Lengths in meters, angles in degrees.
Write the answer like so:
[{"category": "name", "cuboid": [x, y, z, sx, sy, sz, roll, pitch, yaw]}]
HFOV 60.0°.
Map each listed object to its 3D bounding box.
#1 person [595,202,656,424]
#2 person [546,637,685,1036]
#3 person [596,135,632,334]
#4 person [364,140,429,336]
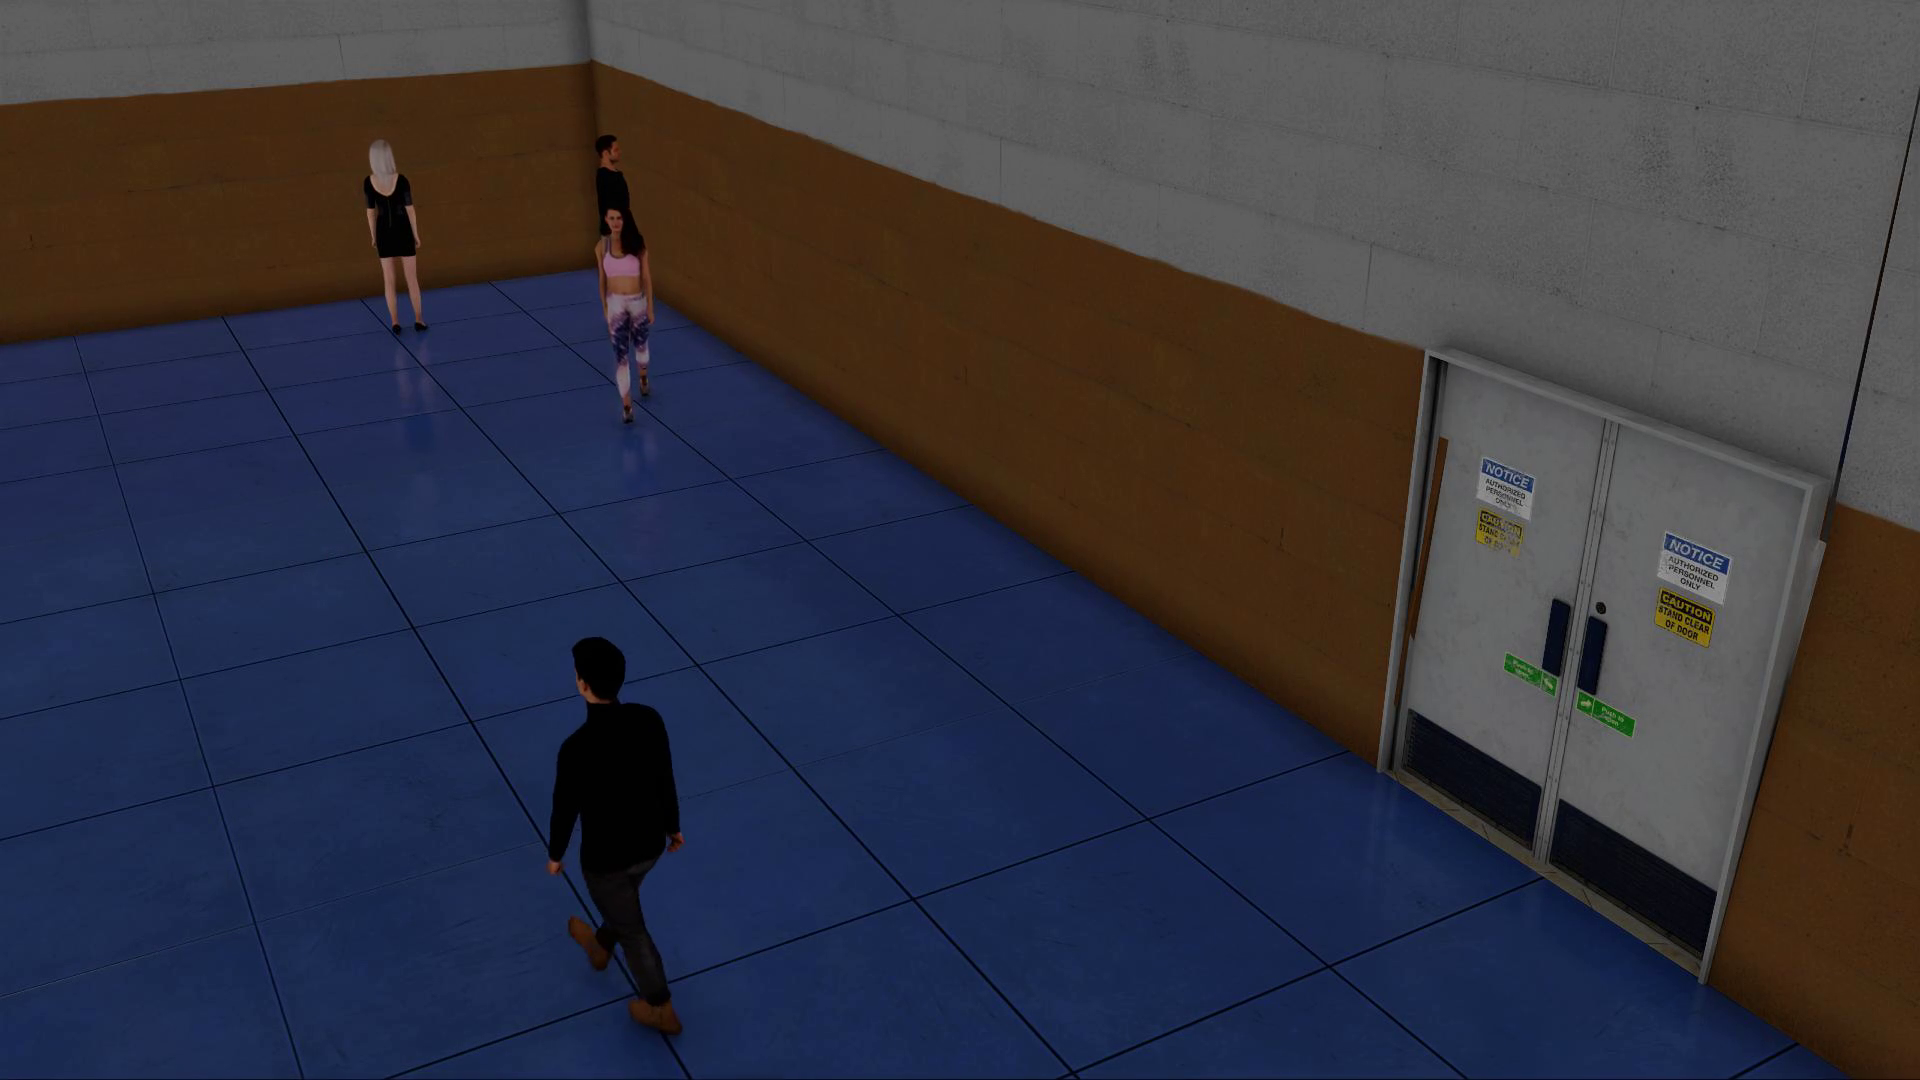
[{"category": "person", "cuboid": [-2.717, -1.898, 13.668, 1.222, 1.724, 0.957, -4, 24, -8]}, {"category": "person", "cuboid": [-1.299, 1.217, 6.586, 0.968, 1.693, 1.068, 18, 29, 35]}, {"category": "person", "cuboid": [-3.292, -2.913, 15.789, 0.656, 1.857, 0.712, -4, 24, -9]}, {"category": "person", "cuboid": [-5.350, -2.859, 15.729, 0.560, 1.830, 0.713, -4, 24, -9]}]
